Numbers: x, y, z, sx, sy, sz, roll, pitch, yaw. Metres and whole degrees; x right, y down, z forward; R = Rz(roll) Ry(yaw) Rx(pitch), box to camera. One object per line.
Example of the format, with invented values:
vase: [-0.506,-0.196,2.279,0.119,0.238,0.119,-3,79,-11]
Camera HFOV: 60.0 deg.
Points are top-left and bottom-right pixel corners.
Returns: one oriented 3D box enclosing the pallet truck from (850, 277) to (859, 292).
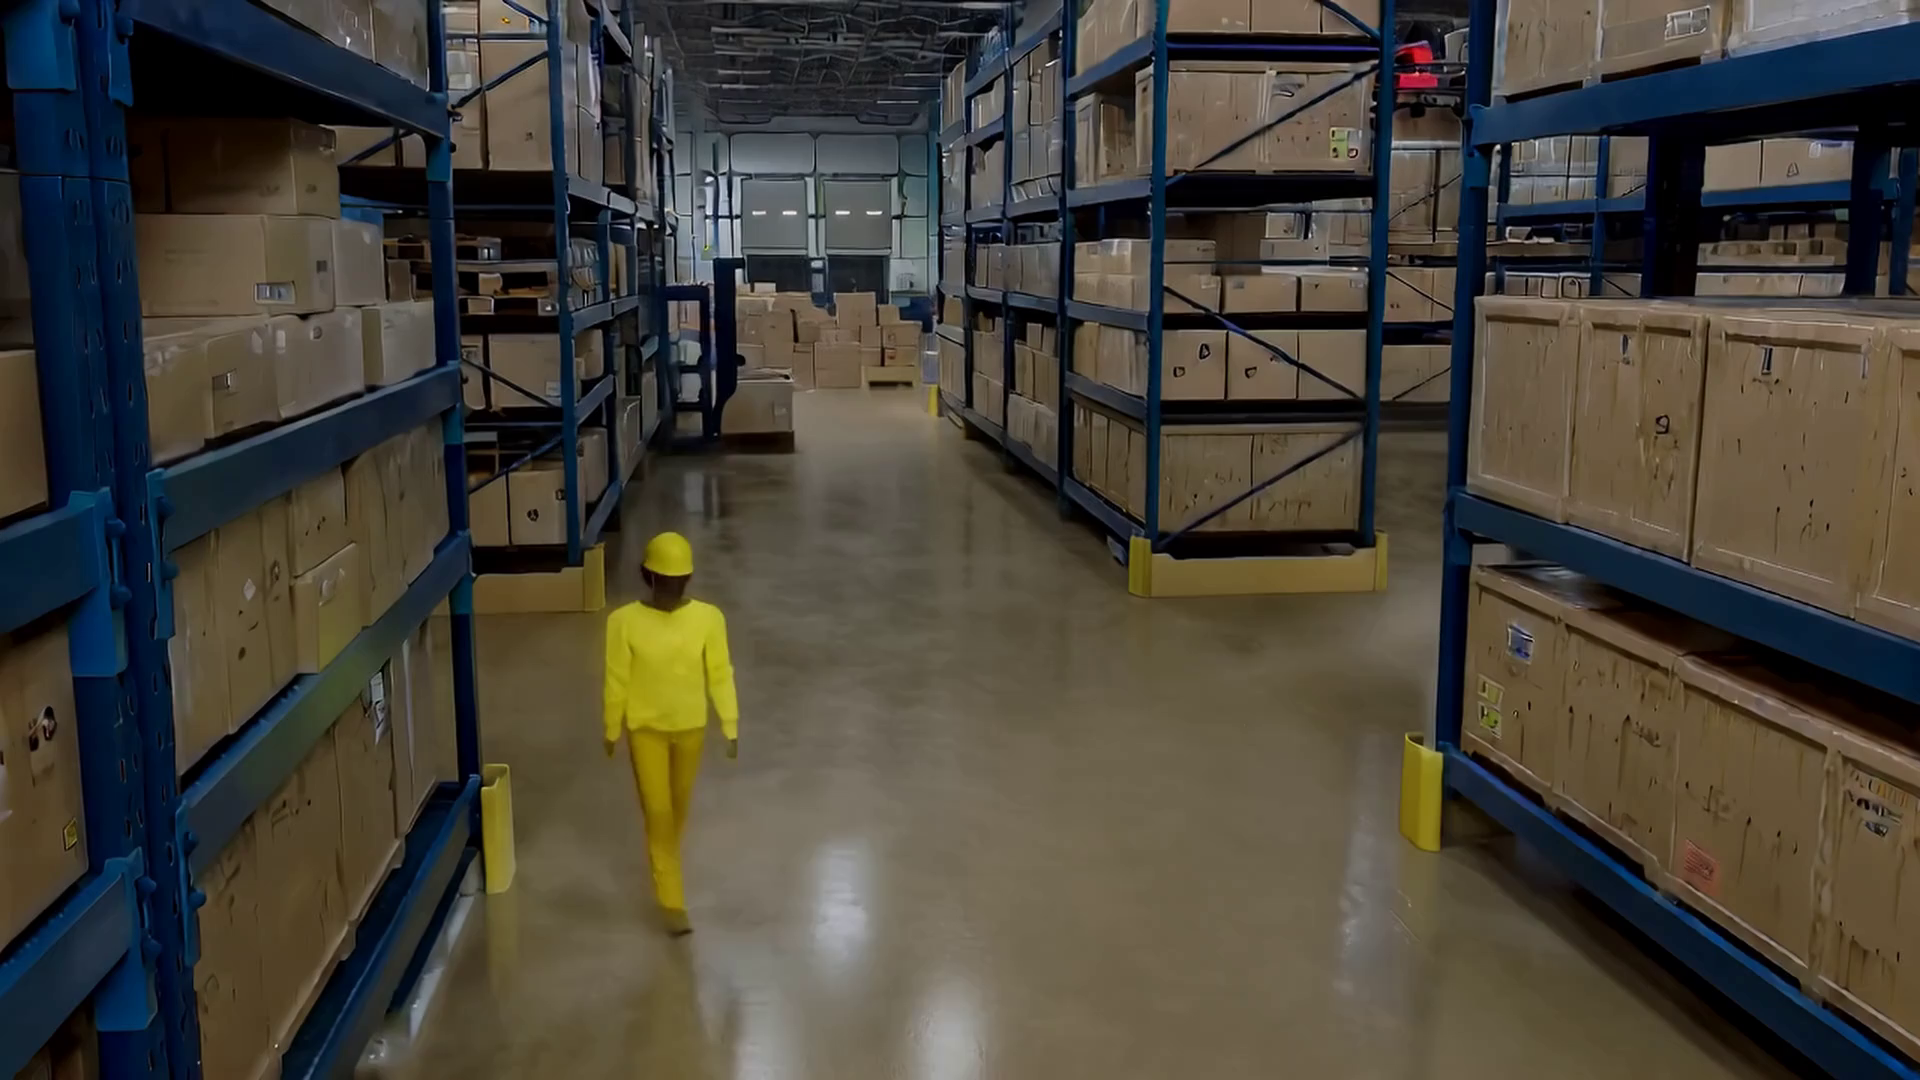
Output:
pallet truck: [-3.782,-9.391,65.808,1.885,1.965,0.823,2,10,10]

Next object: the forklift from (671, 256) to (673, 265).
forklift: [-10.987,-9.066,61.344,1.129,2.768,1.873,-1,10,-7]

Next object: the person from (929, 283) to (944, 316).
person: [-0.739,-7.778,56.587,0.631,1.939,0.370,-6,12,-33]

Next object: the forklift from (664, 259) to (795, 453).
forklift: [-3.401,-2.719,24.395,1.873,2.768,1.129,-1,10,-7]

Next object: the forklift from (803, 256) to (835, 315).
forklift: [-5.026,-8.560,58.401,1.129,2.768,1.873,-9,13,-41]

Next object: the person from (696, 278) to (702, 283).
person: [-10.787,-9.888,68.874,0.542,1.939,0.359,-7,12,-35]

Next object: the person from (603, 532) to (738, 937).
person: [-1.238,0.813,7.197,0.543,1.711,0.911,-5,11,-25]
